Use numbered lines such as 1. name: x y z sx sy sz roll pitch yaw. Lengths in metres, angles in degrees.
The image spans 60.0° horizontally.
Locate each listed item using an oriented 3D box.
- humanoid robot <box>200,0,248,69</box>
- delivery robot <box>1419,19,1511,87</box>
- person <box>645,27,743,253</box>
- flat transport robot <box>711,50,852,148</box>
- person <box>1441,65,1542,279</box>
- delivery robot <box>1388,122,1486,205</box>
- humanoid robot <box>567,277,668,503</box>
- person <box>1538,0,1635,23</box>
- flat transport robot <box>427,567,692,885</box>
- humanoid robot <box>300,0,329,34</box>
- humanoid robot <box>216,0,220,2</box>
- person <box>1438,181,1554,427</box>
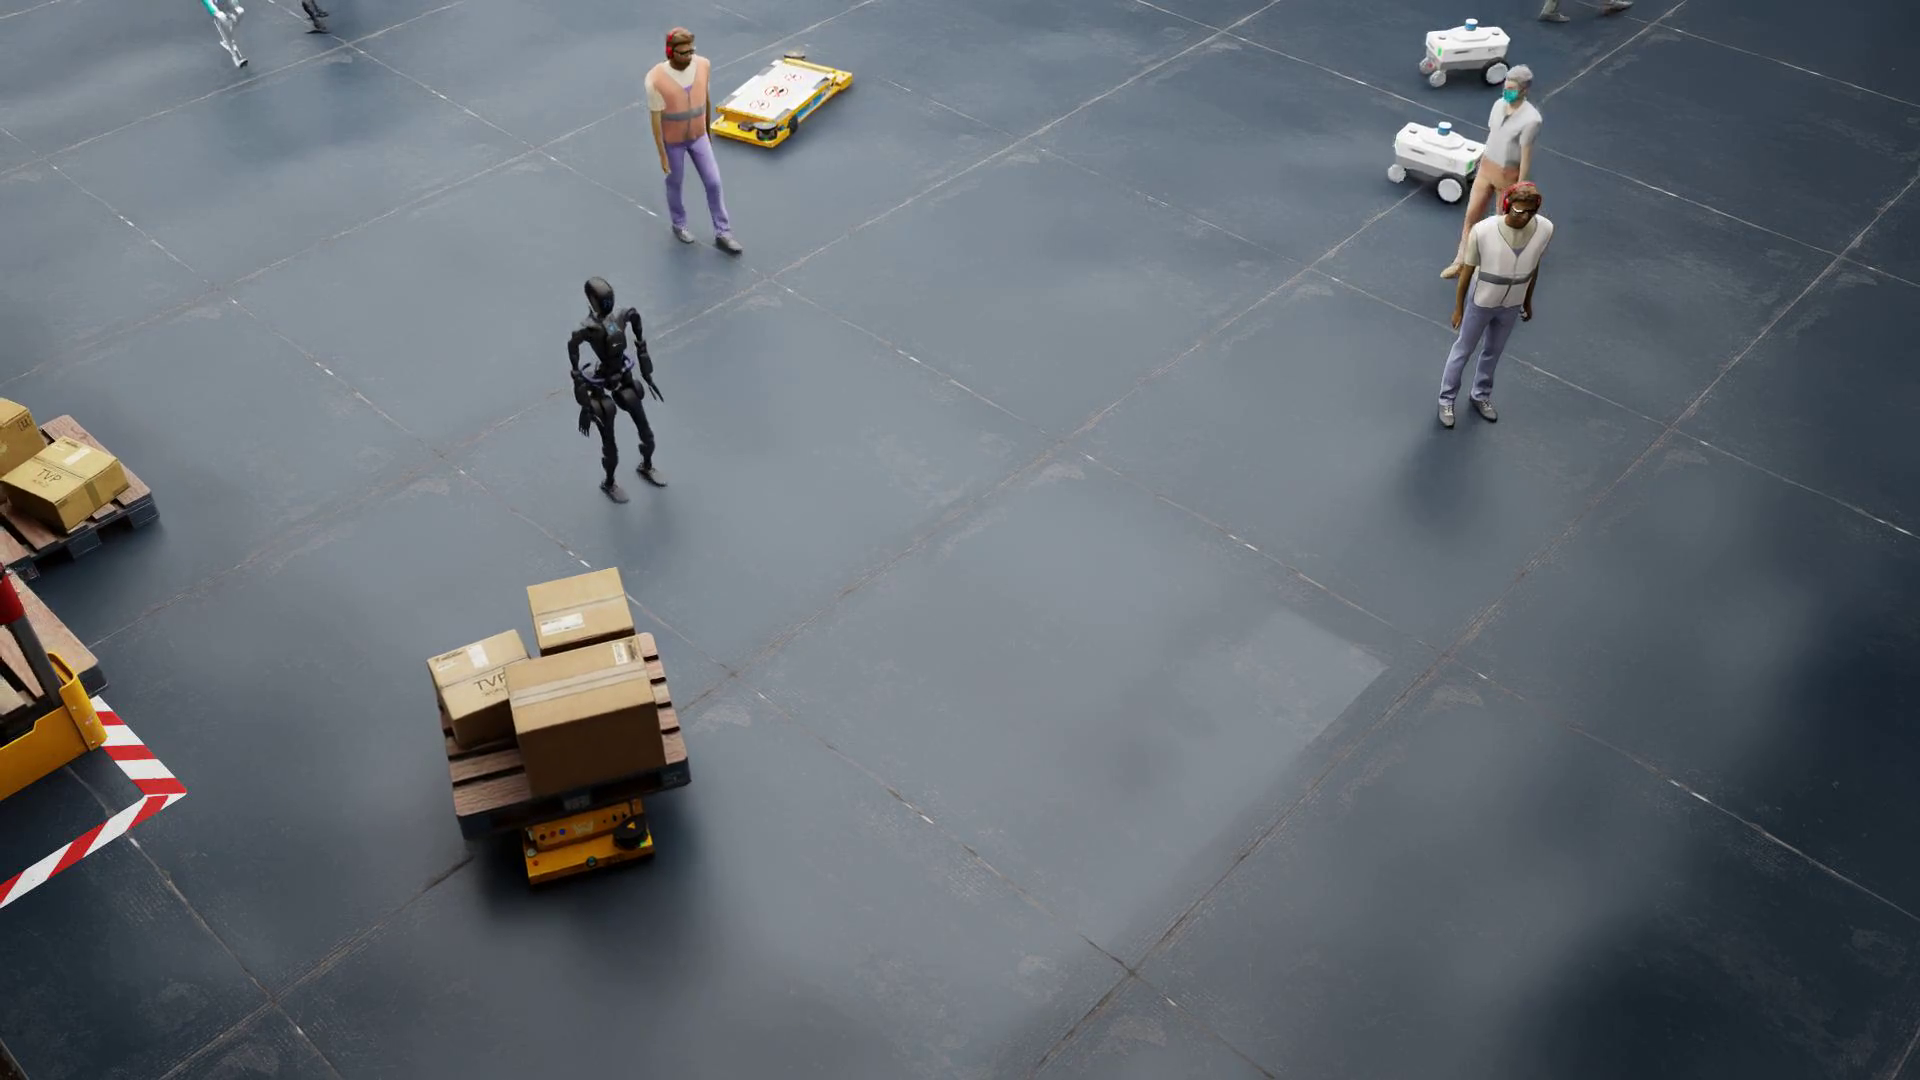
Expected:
1. humanoid robot: -6.899 -5.189 15.260 0.815 1.863 0.555 33 51 31
2. delivery robot: 4.673 -4.488 15.315 0.815 0.614 0.499 -7 42 -7
3. person: -2.061 -3.021 12.733 0.593 1.812 0.818 -26 48 -26
4. flat transport robot: -1.603 -3.966 14.934 0.659 0.231 1.431 19 45 20
5. person: 4.134 -2.784 12.539 0.749 1.716 0.478 -25 48 -25
6. delivery robot: 3.988 -3.192 13.851 0.774 0.583 0.499 26 48 26
7. humanoid robot: -2.187 -0.951 10.533 0.587 1.650 0.322 -32 51 -31
8. person: 6.150 -5.791 15.823 0.965 1.791 0.585 3 42 3
9. flat transport robot: -2.157 1.220 9.170 0.659 0.231 1.431 -13 44 -14
10. humanoid robot: -6.288 -5.594 15.690 0.343 1.655 0.583 3 42 3
11. humanoid robot: -7.515 -6.090 16.245 0.540 1.786 1.022 -33 51 -31
12. person: 3.562 -1.594 11.119 0.568 1.842 0.373 -8 43 -8
